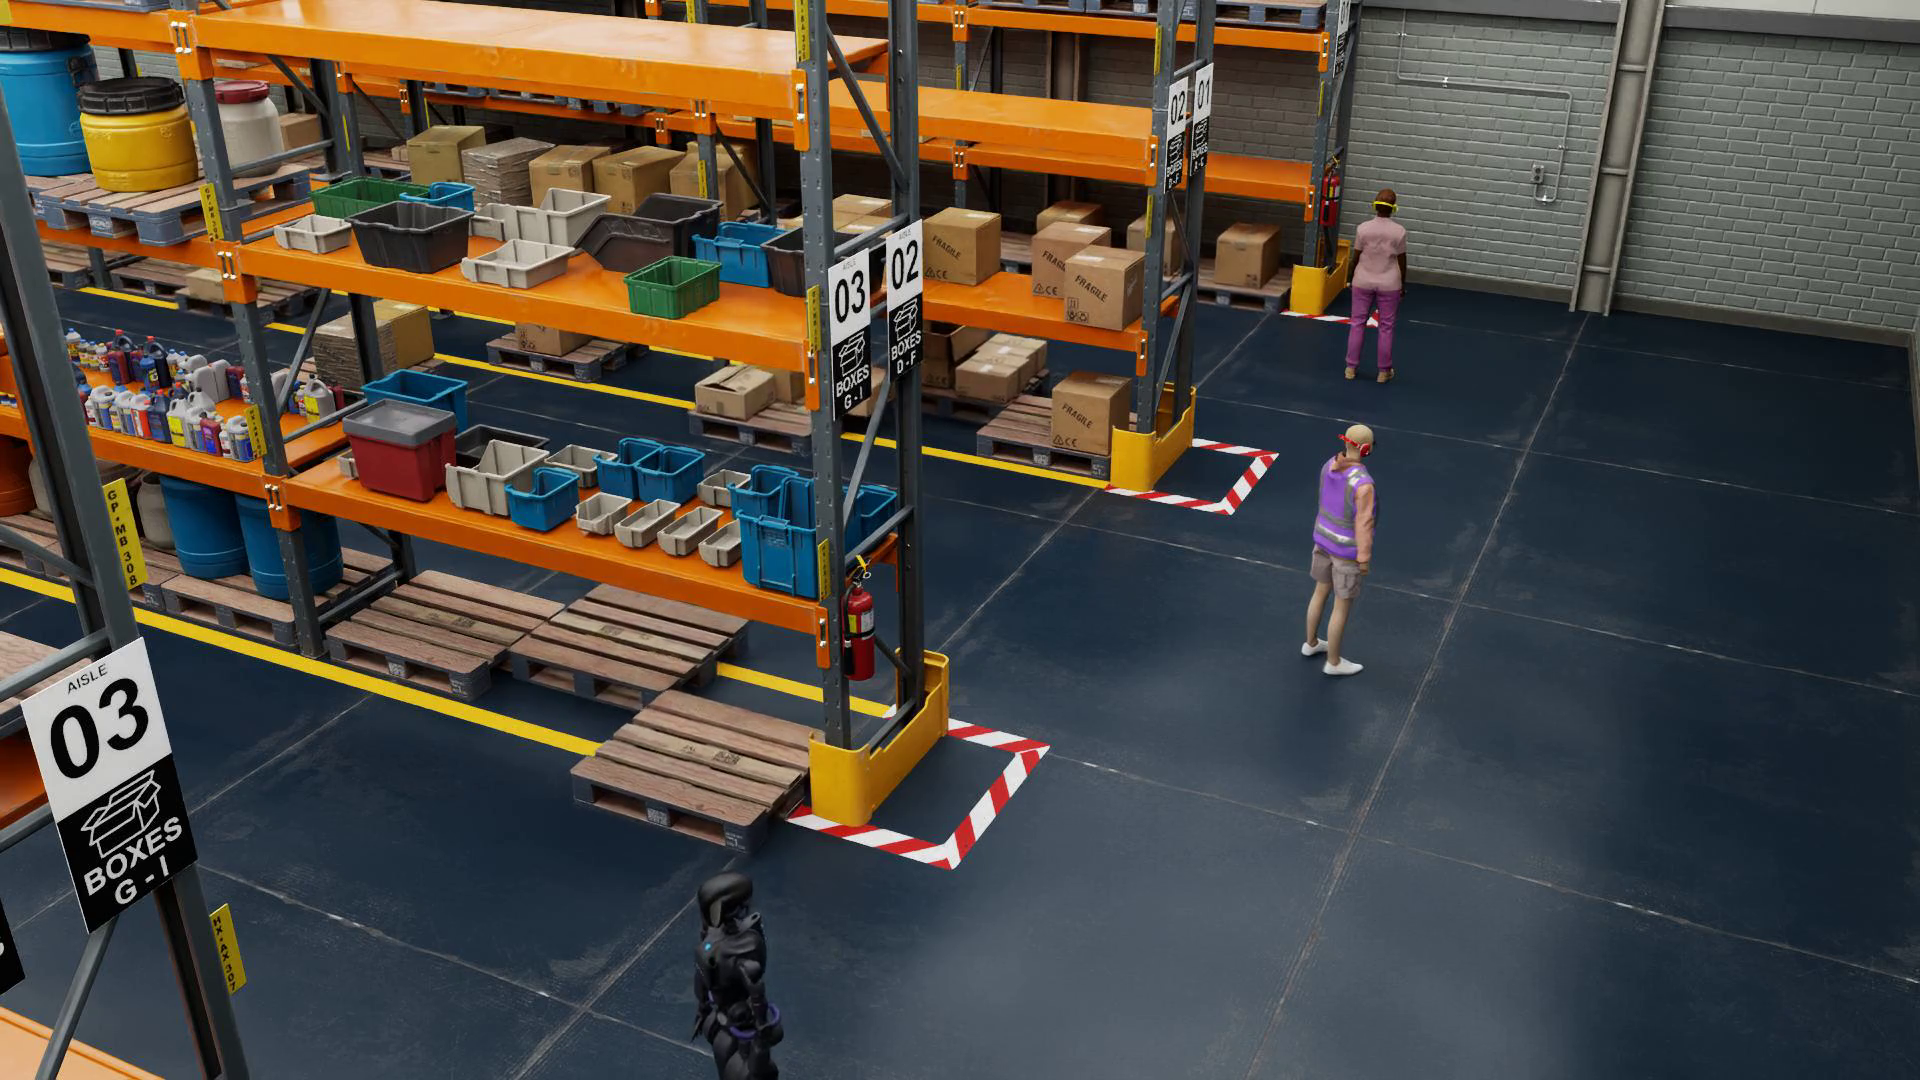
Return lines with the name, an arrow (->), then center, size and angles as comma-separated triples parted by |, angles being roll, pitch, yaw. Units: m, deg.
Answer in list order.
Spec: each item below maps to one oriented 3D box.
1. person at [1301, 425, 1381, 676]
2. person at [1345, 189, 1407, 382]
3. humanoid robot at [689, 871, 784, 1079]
person -> 2.428, 0.057, 10.590 | 0.348, 1.688, 0.492 | -11, 28, -21
person -> 3.843, -2.337, 15.312 | 0.515, 1.801, 0.331 | 10, 28, 19
humanoid robot -> -0.939, 2.005, 6.648 | 0.399, 1.645, 0.614 | -16, 30, -28
